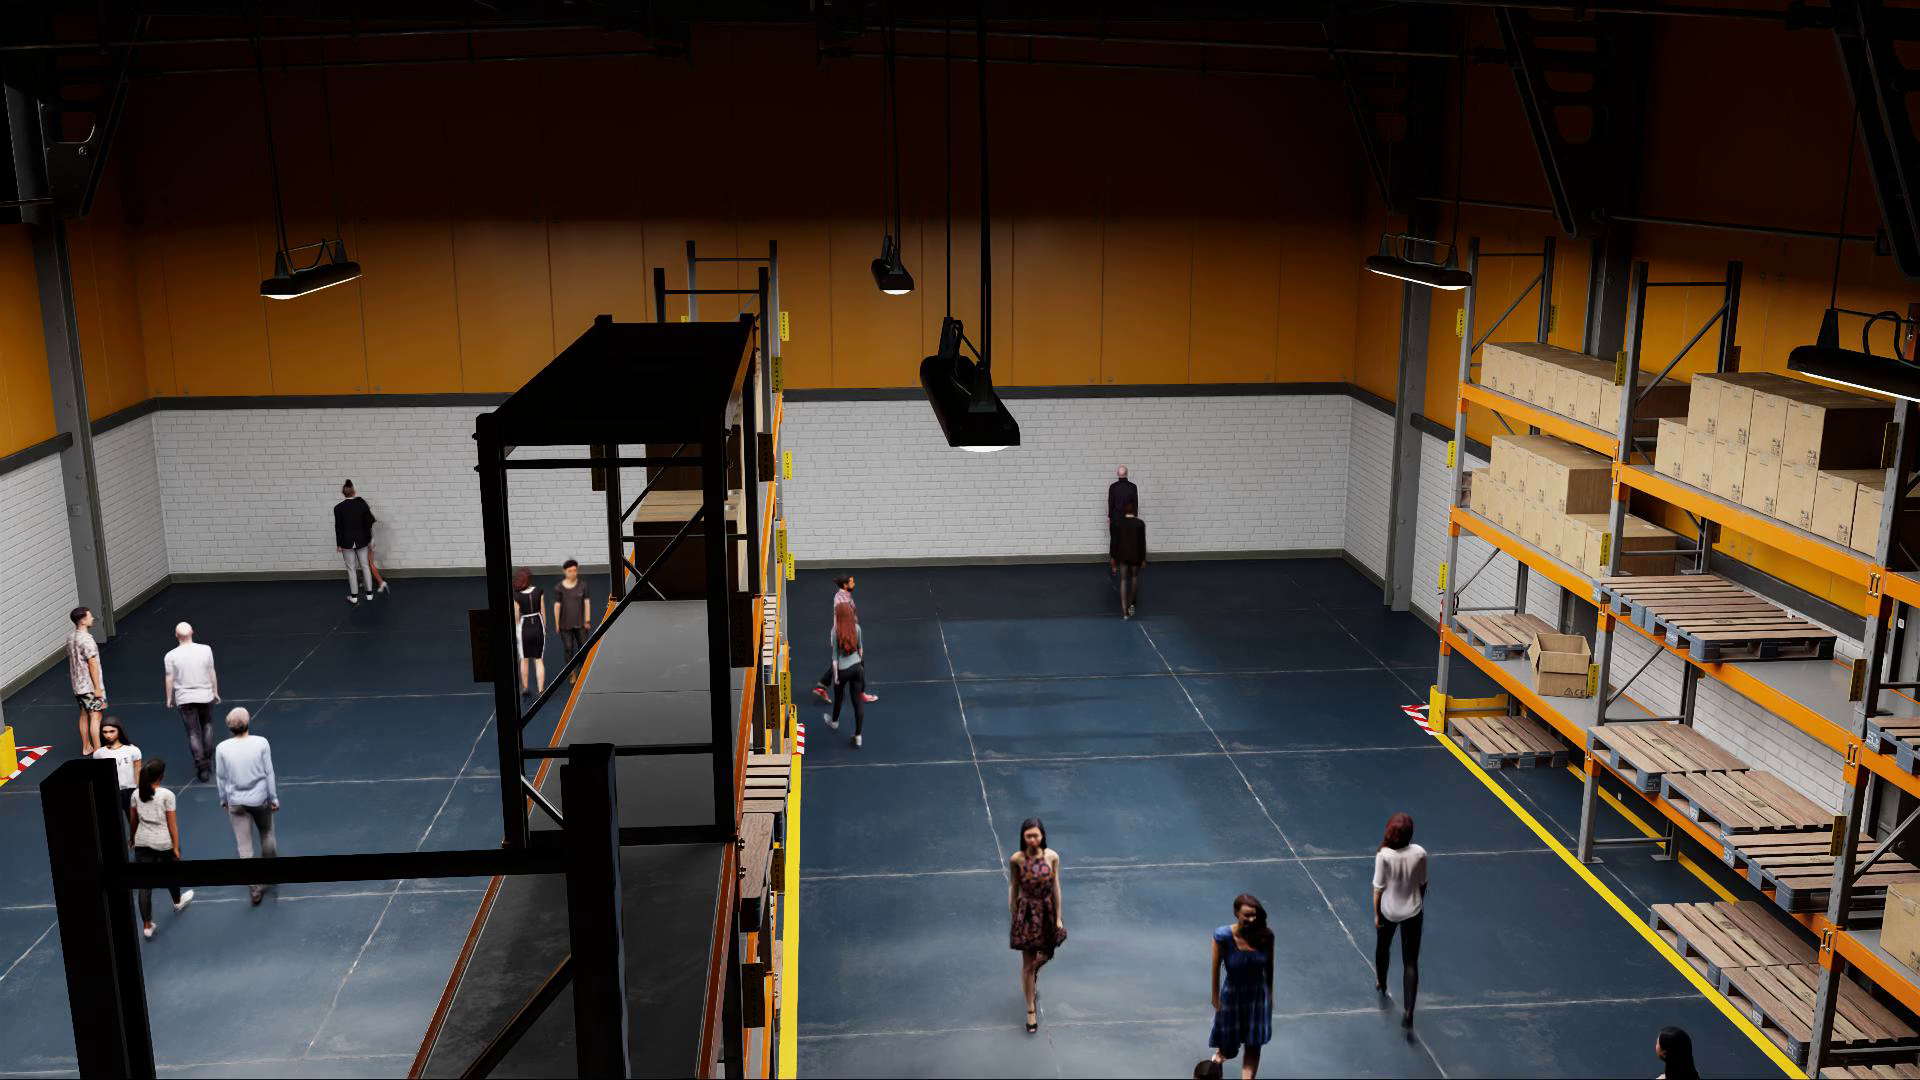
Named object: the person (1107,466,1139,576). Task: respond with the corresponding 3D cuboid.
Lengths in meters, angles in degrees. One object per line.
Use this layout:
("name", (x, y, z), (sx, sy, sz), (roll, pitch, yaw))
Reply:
("person", (2.706, -0.328, 27.692), (0.690, 1.833, 0.579), (0, 14, -1))

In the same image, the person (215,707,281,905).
("person", (-6.744, 2.543, 15.774), (0.884, 1.862, 1.126), (-5, 15, -21))

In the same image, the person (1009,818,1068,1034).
("person", (0.631, 3.105, 13.679), (0.671, 1.755, 0.977), (-1, 14, -5))

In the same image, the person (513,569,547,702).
("person", (-5.523, 1.236, 21.362), (0.786, 1.773, 0.936), (-4, 14, -16))

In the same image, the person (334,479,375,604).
("person", (-9.493, 0.000, 26.077), (0.790, 1.956, 0.766), (-8, 16, -29))

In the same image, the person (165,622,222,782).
("person", (-8.627, 1.839, 18.789), (0.971, 1.811, 1.076), (-11, 17, -37))

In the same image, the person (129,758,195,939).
("person", (-7.345, 2.828, 15.149), (0.764, 1.603, 1.038), (-1, 14, -2))

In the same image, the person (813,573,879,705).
("person", (-1.530, 1.265, 21.282), (0.922, 1.754, 1.077), (-5, 14, -19))

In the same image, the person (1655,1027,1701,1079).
("person", (4.453, 3.911, 10.387), (0.890, 1.739, 1.094), (-7, 15, -28))

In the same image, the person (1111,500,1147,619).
("person", (2.551, 0.319, 25.161), (0.826, 1.766, 1.144), (1, 14, 6))

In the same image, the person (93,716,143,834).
("person", (-8.048, 2.535, 15.990), (0.617, 1.775, 0.571), (-4, 14, -16))

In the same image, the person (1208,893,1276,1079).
("person", (2.062, 3.420, 12.296), (0.690, 1.794, 0.808), (-3, 14, -11))

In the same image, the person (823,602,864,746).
("person", (-1.299, 1.630, 19.887), (0.931, 1.701, 1.167), (-8, 16, -28))

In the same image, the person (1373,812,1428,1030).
("person", (3.622, 3.132, 13.577), (0.768, 1.751, 1.178), (2, 14, 7))

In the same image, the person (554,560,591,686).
("person", (-5.179, 1.070, 22.191), (0.673, 1.705, 0.638), (-4, 14, -15))

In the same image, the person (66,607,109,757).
("person", (-10.238, 1.667, 19.491), (0.743, 1.815, 0.795), (10, 17, 37))

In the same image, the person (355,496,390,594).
("person", (-9.399, 0.110, 26.432), (0.921, 1.574, 0.983), (4, 14, 18))
